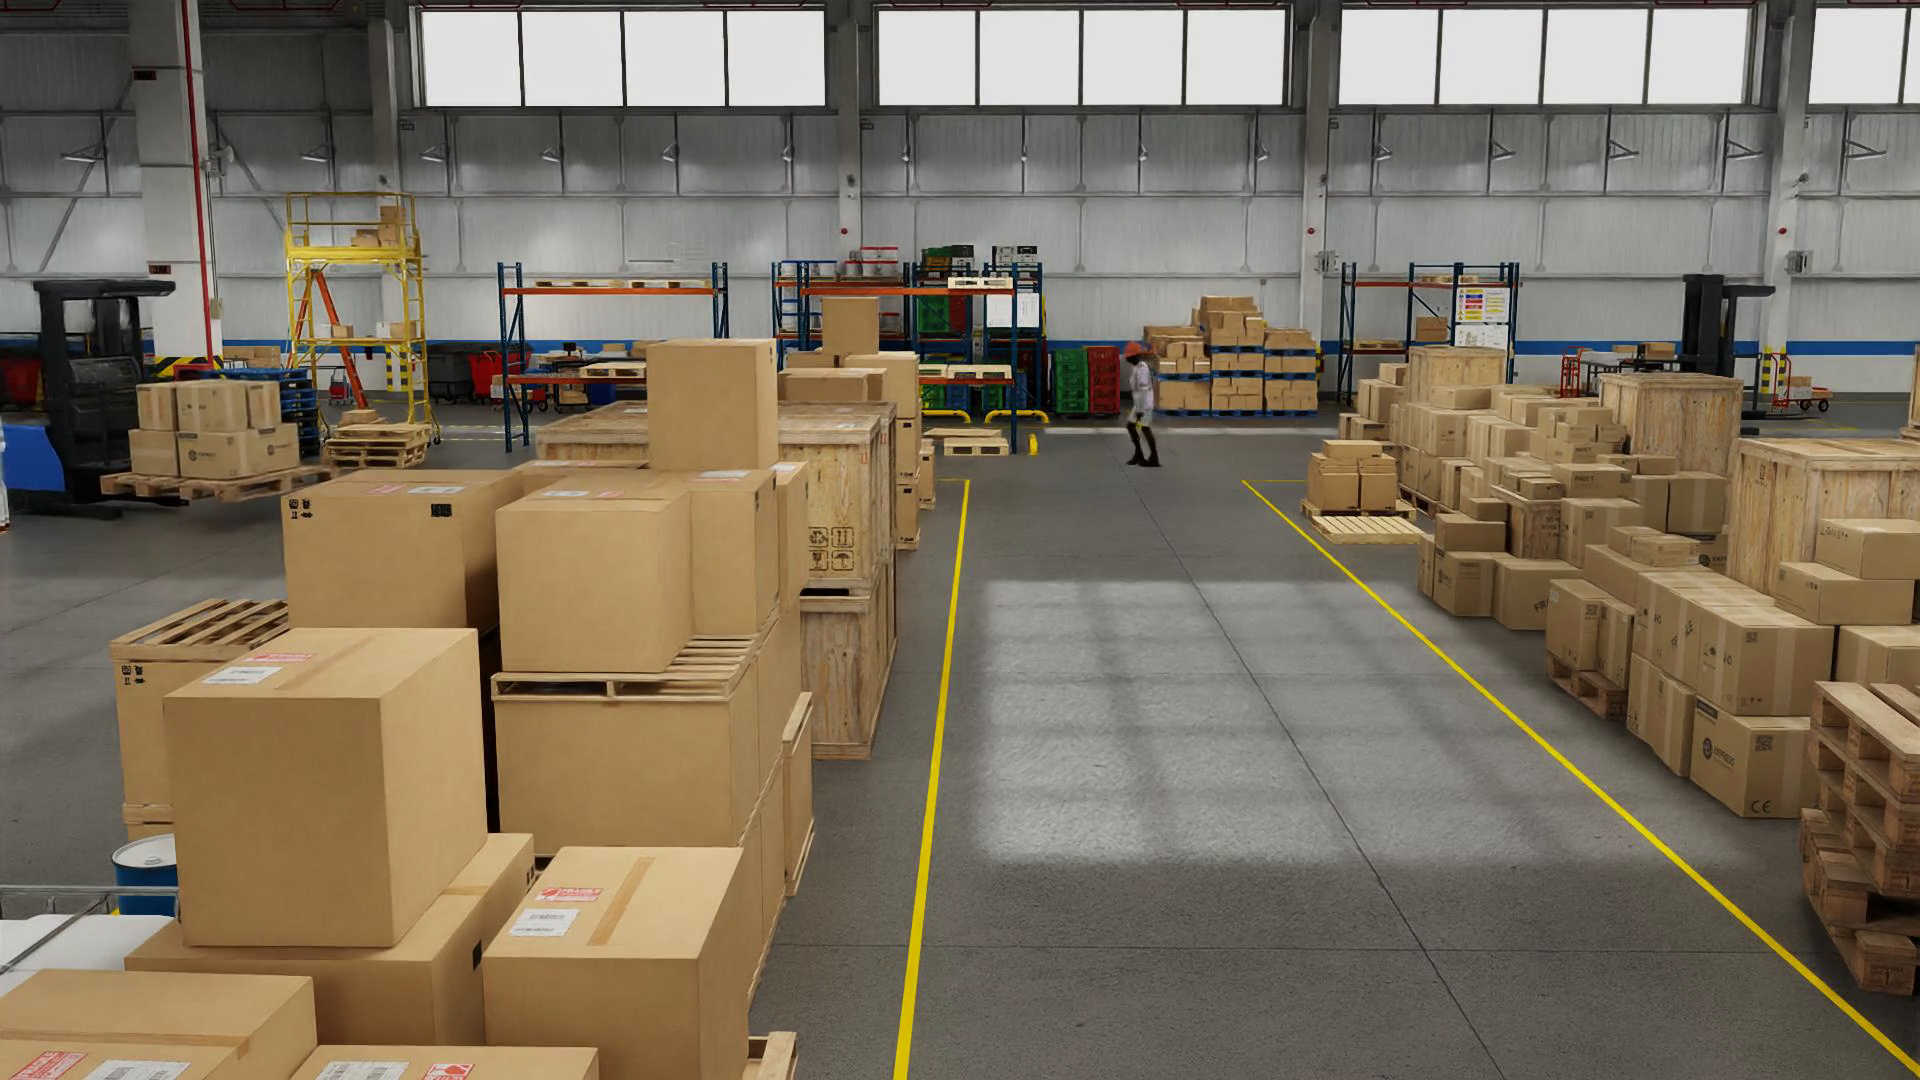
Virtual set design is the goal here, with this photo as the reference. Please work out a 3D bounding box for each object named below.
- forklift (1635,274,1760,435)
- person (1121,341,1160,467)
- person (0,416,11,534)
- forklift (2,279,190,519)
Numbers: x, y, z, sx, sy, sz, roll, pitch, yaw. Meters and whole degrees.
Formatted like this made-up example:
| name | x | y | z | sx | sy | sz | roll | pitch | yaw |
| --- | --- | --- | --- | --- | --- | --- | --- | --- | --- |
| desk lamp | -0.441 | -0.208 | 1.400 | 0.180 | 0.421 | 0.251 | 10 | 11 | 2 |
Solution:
| name | x | y | z | sx | sy | sz | roll | pitch | yaw |
| --- | --- | --- | --- | --- | --- | --- | --- | --- | --- |
| forklift | 12.977 | -3.275 | 29.249 | 1.873 | 2.768 | 1.129 | 0 | 9 | 1 |
| person | 2.677 | -2.000 | 24.622 | 0.666 | 1.874 | 0.580 | -1 | 10 | -8 |
| person | -10.872 | -0.994 | 18.597 | 0.341 | 1.881 | 0.581 | -4 | 10 | -21 |
| forklift | -10.568 | -1.747 | 20.099 | 1.873 | 2.768 | 1.129 | 4 | 10 | 22 |
